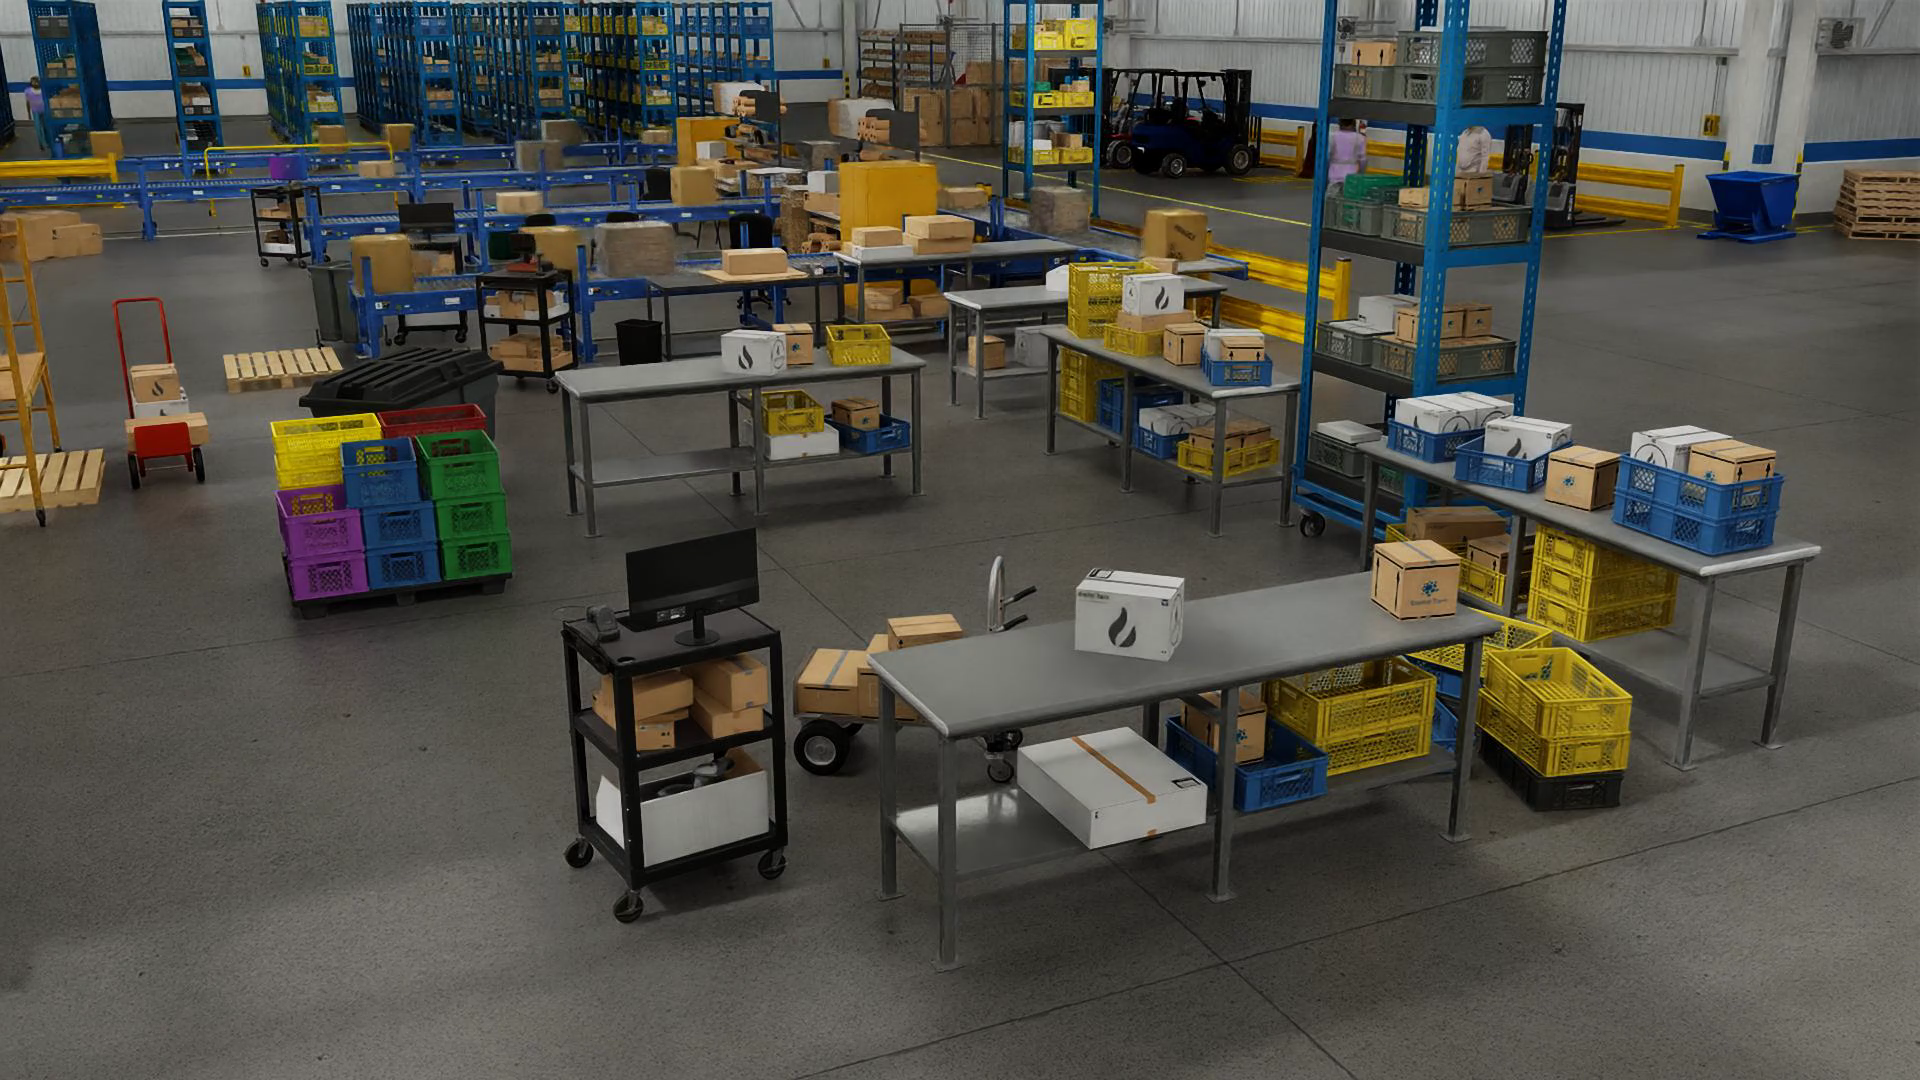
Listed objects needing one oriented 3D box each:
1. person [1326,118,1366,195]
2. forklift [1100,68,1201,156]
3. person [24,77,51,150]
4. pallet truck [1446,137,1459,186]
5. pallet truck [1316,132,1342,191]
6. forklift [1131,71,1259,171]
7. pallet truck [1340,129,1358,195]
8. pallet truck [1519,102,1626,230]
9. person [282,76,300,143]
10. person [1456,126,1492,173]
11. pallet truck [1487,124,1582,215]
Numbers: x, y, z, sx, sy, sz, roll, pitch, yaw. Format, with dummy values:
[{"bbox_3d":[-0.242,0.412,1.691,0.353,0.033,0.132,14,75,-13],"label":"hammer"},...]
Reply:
[{"bbox_3d":[5.630,-5.335,24.522,0.615,2.031,0.411,3,18,10],"label":"person"},{"bbox_3d":[4.082,-9.564,37.410,2.680,1.987,1.157,-8,19,-23],"label":"forklift"},{"bbox_3d":[-23.350,-10.826,42.244,0.586,1.827,0.946,-8,19,-25],"label":"person"},{"bbox_3d":[9.184,-6.485,29.328,1.630,1.274,0.653,-8,19,-23],"label":"pallet truck"},{"bbox_3d":[7.723,-7.504,32.656,1.601,1.201,0.680,-8,19,-23],"label":"pallet truck"},{"bbox_3d":[4.998,-8.936,35.413,2.680,1.987,1.157,-9,20,-25],"label":"forklift"},{"bbox_3d":[7.845,-7.140,31.411,1.522,1.261,0.704,-9,20,-25],"label":"pallet truck"},{"bbox_3d":[9.972,-6.037,26.785,1.885,1.965,0.823,-9,20,-25],"label":"pallet truck"},{"bbox_3d":[-17.543,-11.305,43.696,0.583,1.808,0.598,-10,20,-29],"label":"person"},{"bbox_3d":[8.003,-5.785,26.139,0.406,1.906,0.654,-7,19,-22],"label":"person"},{"bbox_3d":[9.707,-6.455,28.103,1.885,1.965,0.823,-7,19,-20],"label":"pallet truck"}]
